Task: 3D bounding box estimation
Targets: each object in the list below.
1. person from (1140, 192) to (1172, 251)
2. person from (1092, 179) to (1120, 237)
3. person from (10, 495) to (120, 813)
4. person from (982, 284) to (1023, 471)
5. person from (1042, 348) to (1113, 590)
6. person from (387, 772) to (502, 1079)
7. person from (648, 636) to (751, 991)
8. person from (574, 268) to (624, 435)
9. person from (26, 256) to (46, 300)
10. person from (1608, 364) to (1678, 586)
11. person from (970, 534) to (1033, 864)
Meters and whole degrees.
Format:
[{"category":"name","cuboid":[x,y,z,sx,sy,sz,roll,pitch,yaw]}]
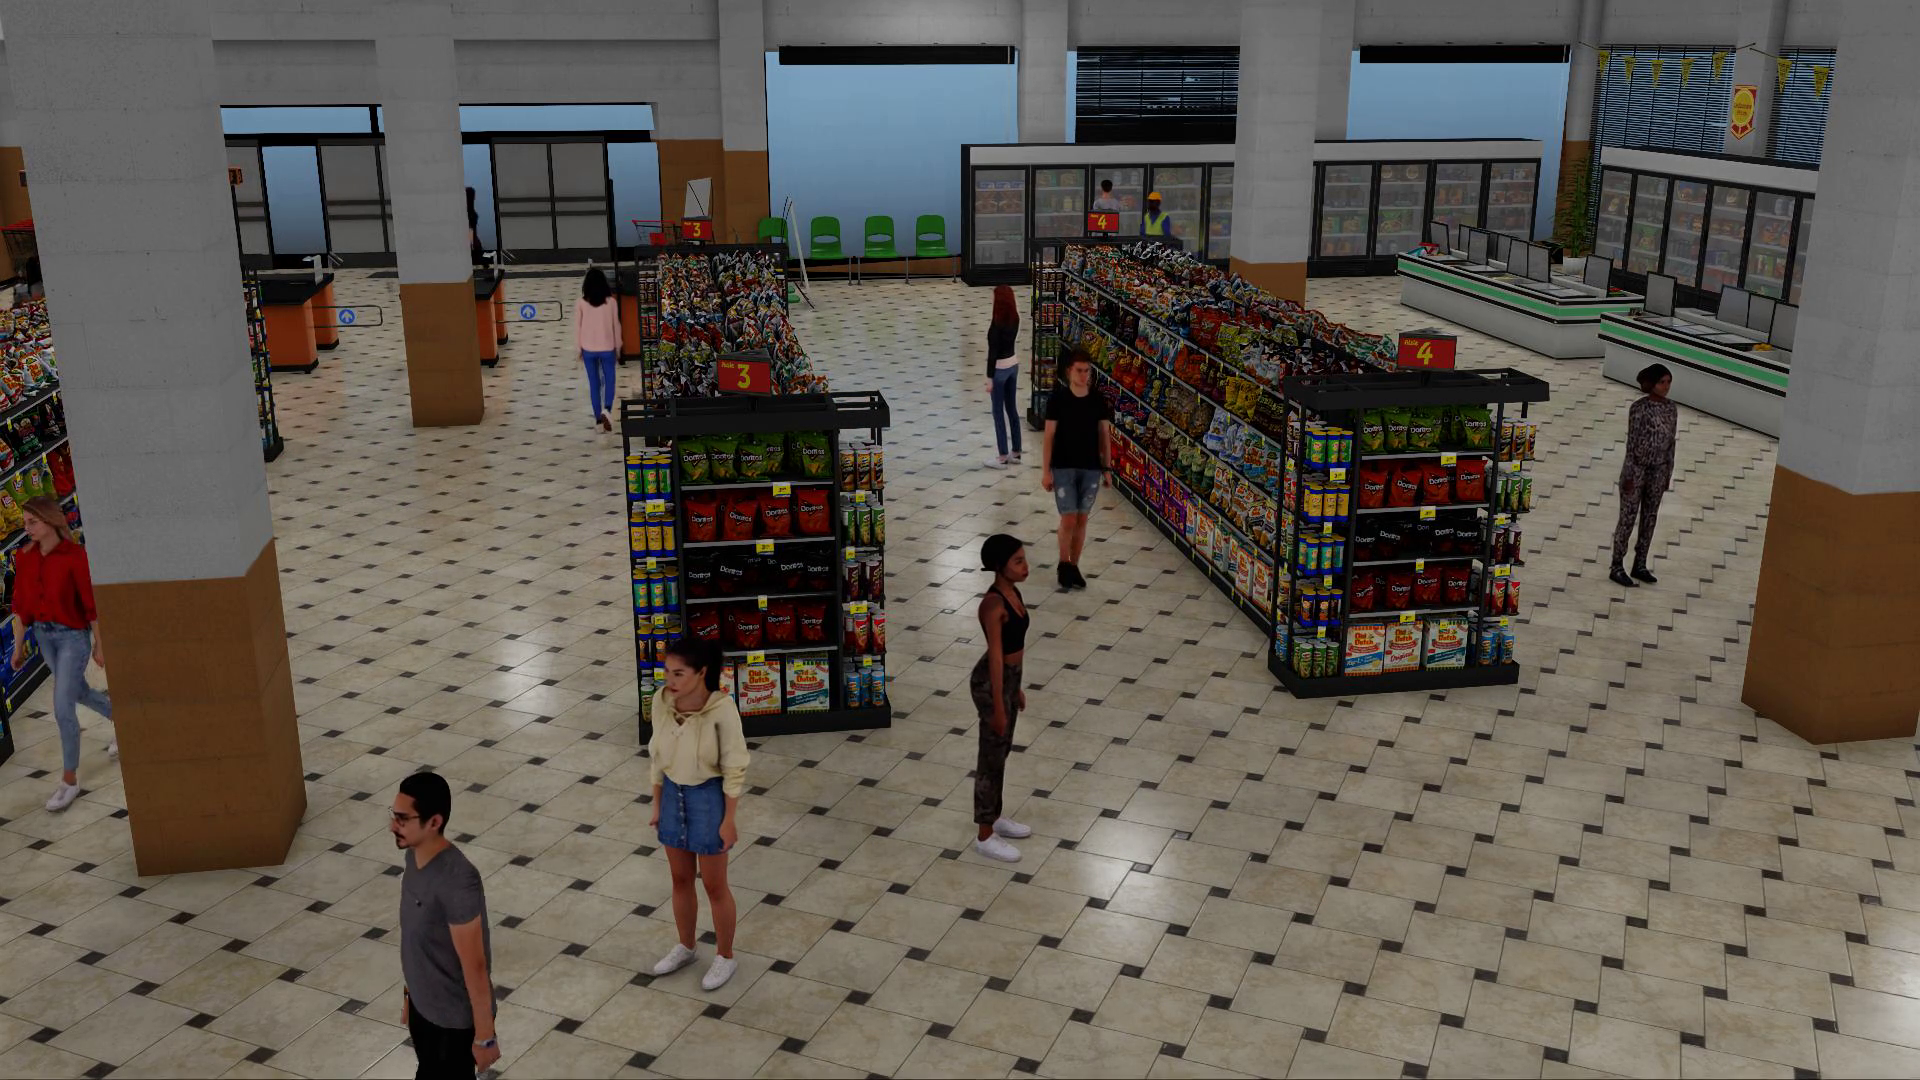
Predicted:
[{"category":"person","cuboid":[3.019,-4.367,25.284,0.855,1.799,0.769,-15,22,-40]},{"category":"person","cuboid":[2.363,-4.921,27.028,0.685,1.847,0.622,-8,18,-24]},{"category":"person","cuboid":[-4.958,0.555,9.288,0.888,1.674,1.192,3,17,10]},{"category":"person","cuboid":[0.424,-1.591,16.166,0.699,1.785,0.632,11,20,31]},{"category":"person","cuboid":[0.852,-0.560,12.672,0.711,1.842,0.631,-5,18,-16]},{"category":"person","cuboid":[-1.682,1.598,5.732,0.817,1.745,0.708,-12,21,-35]},{"category":"person","cuboid":[-1.154,1.175,7.319,0.725,1.632,0.758,9,19,27]},{"category":"person","cuboid":[-3.779,-1.941,17.371,0.680,1.755,0.911,-2,17,-6]},{"category":"person","cuboid":[-10.130,-2.194,18.246,0.868,1.731,1.130,-8,19,-24]},{"category":"person","cuboid":[5.217,-0.501,12.697,0.547,1.715,0.543,-3,17,-9]},{"category":"person","cuboid":[0.204,0.778,8.512,0.715,1.699,0.611,5,18,16]}]
